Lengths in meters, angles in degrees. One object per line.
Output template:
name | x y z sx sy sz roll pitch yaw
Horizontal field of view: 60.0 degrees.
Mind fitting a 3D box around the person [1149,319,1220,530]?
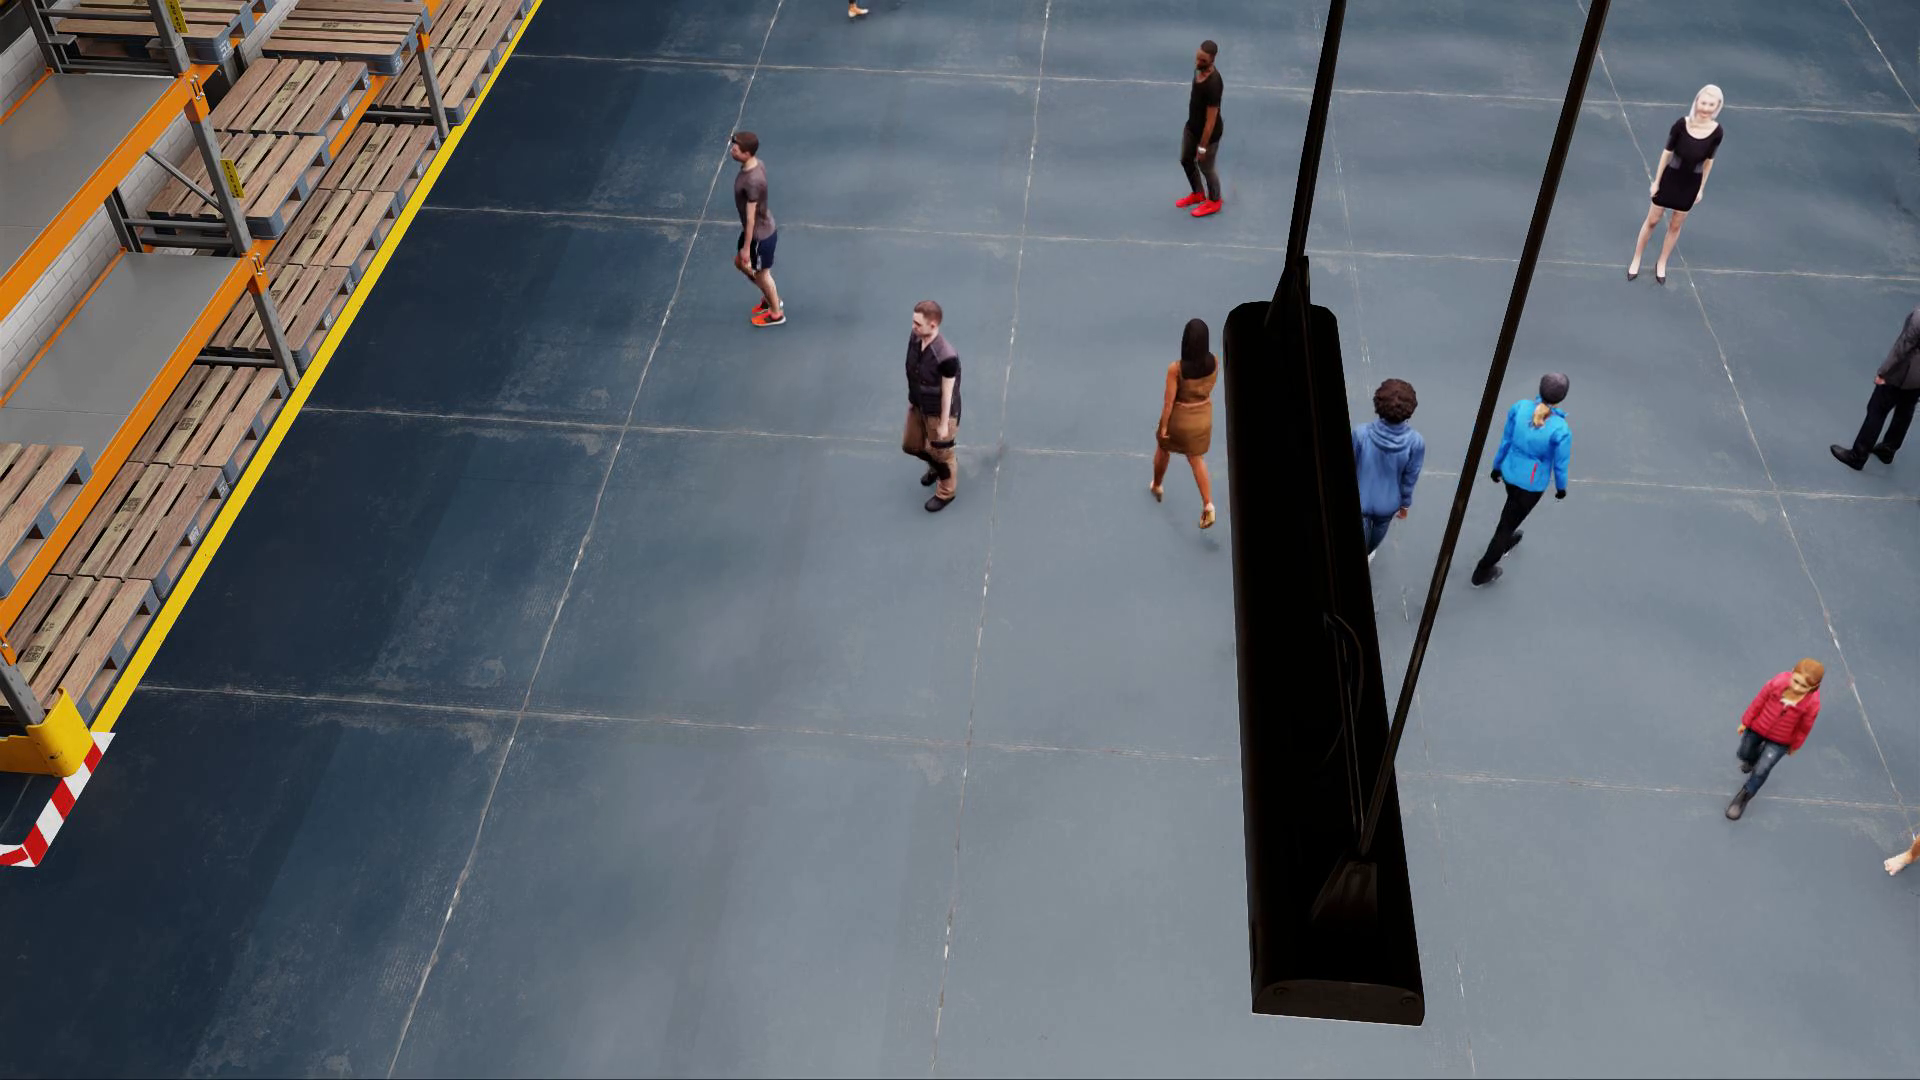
person | 1.687 -0.795 11.976 0.801 1.651 1.069 -14 45 -15

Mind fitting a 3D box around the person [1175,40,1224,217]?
person | 2.255 -3.696 14.933 0.854 1.772 0.769 -5 44 -6

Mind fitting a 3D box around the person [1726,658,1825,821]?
person | 4.991 1.146 10.190 0.765 1.304 0.843 34 53 31

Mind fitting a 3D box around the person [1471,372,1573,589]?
person | 3.807 -0.362 11.432 0.987 1.774 0.957 -23 48 -23

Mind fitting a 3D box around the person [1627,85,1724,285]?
person | 6.131 -3.029 14.191 0.606 1.829 0.544 10 44 10

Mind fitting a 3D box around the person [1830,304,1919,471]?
person | 7.091 -1.294 12.364 0.828 1.837 0.818 -17 46 -17

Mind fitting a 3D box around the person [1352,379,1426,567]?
person | 2.806 -0.247 11.315 0.763 1.769 1.179 9 44 9

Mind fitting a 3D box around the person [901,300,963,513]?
person | -0.103 -1.006 12.073 0.890 1.822 0.830 -30 51 -28

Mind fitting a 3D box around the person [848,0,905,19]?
person | -1.027 -6.448 17.842 1.146 1.743 1.112 -28 50 -26

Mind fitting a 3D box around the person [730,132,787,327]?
person | -1.571 -2.525 13.655 0.769 1.838 0.637 -6 44 -6
